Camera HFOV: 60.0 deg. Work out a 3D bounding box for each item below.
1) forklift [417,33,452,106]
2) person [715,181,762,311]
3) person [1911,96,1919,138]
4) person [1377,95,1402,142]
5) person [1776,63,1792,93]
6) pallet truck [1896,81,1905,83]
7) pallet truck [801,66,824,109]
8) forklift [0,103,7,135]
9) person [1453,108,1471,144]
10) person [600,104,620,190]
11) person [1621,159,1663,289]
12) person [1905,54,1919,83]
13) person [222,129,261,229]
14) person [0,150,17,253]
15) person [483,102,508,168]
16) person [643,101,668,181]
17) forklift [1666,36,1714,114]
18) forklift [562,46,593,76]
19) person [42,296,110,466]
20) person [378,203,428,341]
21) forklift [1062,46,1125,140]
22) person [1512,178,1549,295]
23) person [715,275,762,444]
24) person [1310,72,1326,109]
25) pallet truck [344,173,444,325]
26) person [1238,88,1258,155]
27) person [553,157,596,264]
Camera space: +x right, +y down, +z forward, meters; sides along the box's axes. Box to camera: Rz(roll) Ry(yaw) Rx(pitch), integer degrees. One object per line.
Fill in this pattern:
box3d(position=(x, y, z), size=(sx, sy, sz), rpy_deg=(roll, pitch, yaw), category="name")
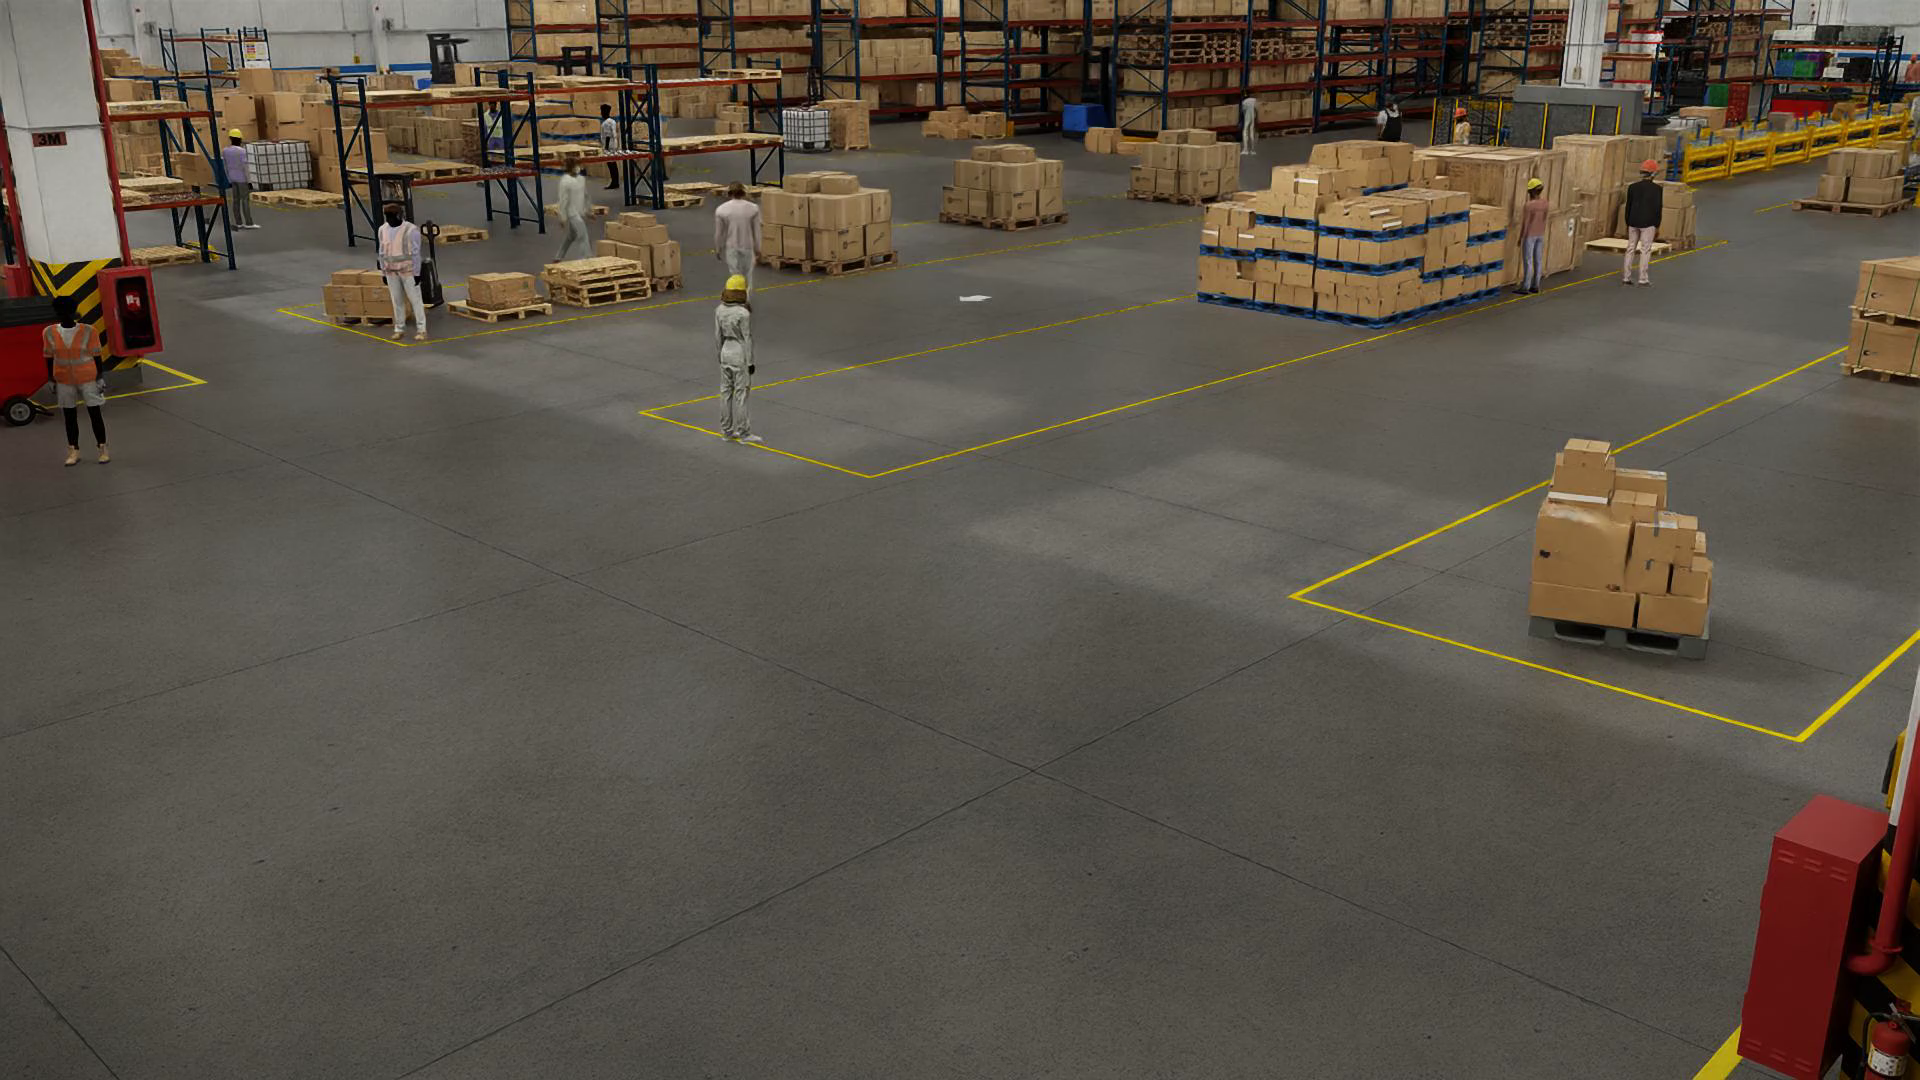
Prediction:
box3d(position=(-20.513, -18.593, 65.801), size=(1.873, 2.768, 1.129), rpy_deg=(10, 21, 27), category="forklift")
box3d(position=(-3.204, -4.201, 23.944), size=(0.653, 1.913, 0.810), rpy_deg=(-5, 19, -14), category="person")
box3d(position=(28.375, -12.489, 49.077), size=(0.604, 1.810, 0.614), rpy_deg=(17, 25, 41), category="person")
box3d(position=(10.649, -9.951, 41.074), size=(0.696, 2.000, 0.663), rpy_deg=(-6, 19, -16), category="person")
box3d(position=(33.152, -18.458, 66.866), size=(0.627, 1.940, 0.373), rpy_deg=(8, 20, 24), category="person")
box3d(position=(34.802, -16.331, 61.455), size=(0.653, 1.274, 1.630), rpy_deg=(17, 25, 41), category="pallet truck")
box3d(position=(-4.812, -15.182, 56.903), size=(0.823, 1.965, 1.885), rpy_deg=(-9, 21, -26), category="pallet truck")
box3d(position=(-29.010, -14.010, 51.991), size=(1.129, 2.768, 1.873), rpy_deg=(15, 24, 38), category="forklift")
box3d(position=(11.480, -8.956, 38.273), size=(0.390, 1.922, 0.549), rpy_deg=(-4, 19, -13), category="person")
box3d(position=(-8.190, -9.173, 38.846), size=(0.364, 1.964, 0.612), rpy_deg=(2, 18, 6), category="person")
box3d(position=(10.708, -4.950, 26.074), size=(0.375, 1.997, 0.610), rpy_deg=(-13, 22, -35), category="person")
box3d(position=(38.322, -18.536, 67.016), size=(0.392, 1.991, 0.613), rpy_deg=(-6, 19, -18), category="person")
box3d(position=(-14.091, -7.053, 32.538), size=(0.586, 1.917, 0.380), rpy_deg=(8, 20, 22), category="person")
box3d(position=(-16.813, -6.042, 29.697), size=(0.510, 1.801, 0.957), rpy_deg=(-2, 18, -6), category="person")
box3d(position=(-11.541, -9.993, 41.405), size=(0.590, 1.912, 0.398), rpy_deg=(0, 18, -1), category="person")
box3d(position=(-7.472, -9.744, 40.656), size=(0.601, 1.903, 0.692), rpy_deg=(-8, 20, -23), category="person")
box3d(position=(27.341, -17.291, 61.877), size=(1.129, 2.768, 1.873), rpy_deg=(17, 25, 41), category="forklift")
box3d(position=(-11.780, -13.891, 51.633), size=(1.873, 2.768, 1.129), rpy_deg=(17, 25, 41), category="forklift")
box3d(position=(-8.691, -1.569, 16.366), size=(0.532, 1.693, 0.319), rpy_deg=(-5, 19, -15), category="person")
box3d(position=(-7.447, -3.560, 22.160), size=(0.621, 1.836, 0.431), rpy_deg=(4, 19, 13), category="person")
box3d(position=(4.154, -13.900, 51.660), size=(1.129, 2.768, 1.873), rpy_deg=(17, 25, 41), category="forklift")
box3d(position=(8.790, -4.665, 25.592), size=(0.524, 1.760, 0.326), rpy_deg=(-11, 21, -30), category="person")
box3d(position=(-2.300, -1.868, 17.198), size=(0.489, 1.734, 0.331), rpy_deg=(14, 23, 36), category="person")
box3d(position=(13.317, -16.758, 61.919), size=(0.633, 1.815, 0.717), rpy_deg=(1, 18, 3), category="person")
box3d(position=(-8.209, -4.181, 23.757), size=(0.823, 1.965, 1.885), rpy_deg=(3, 19, 9), category="pallet truck")
box3d(position=(8.215, -11.871, 47.194), size=(0.678, 1.837, 0.343), rpy_deg=(-10, 21, -28), category="person")
box3d(position=(-6.409, -5.395, 27.600), size=(1.048, 1.896, 0.635), rpy_deg=(5, 19, 16), category="person")
